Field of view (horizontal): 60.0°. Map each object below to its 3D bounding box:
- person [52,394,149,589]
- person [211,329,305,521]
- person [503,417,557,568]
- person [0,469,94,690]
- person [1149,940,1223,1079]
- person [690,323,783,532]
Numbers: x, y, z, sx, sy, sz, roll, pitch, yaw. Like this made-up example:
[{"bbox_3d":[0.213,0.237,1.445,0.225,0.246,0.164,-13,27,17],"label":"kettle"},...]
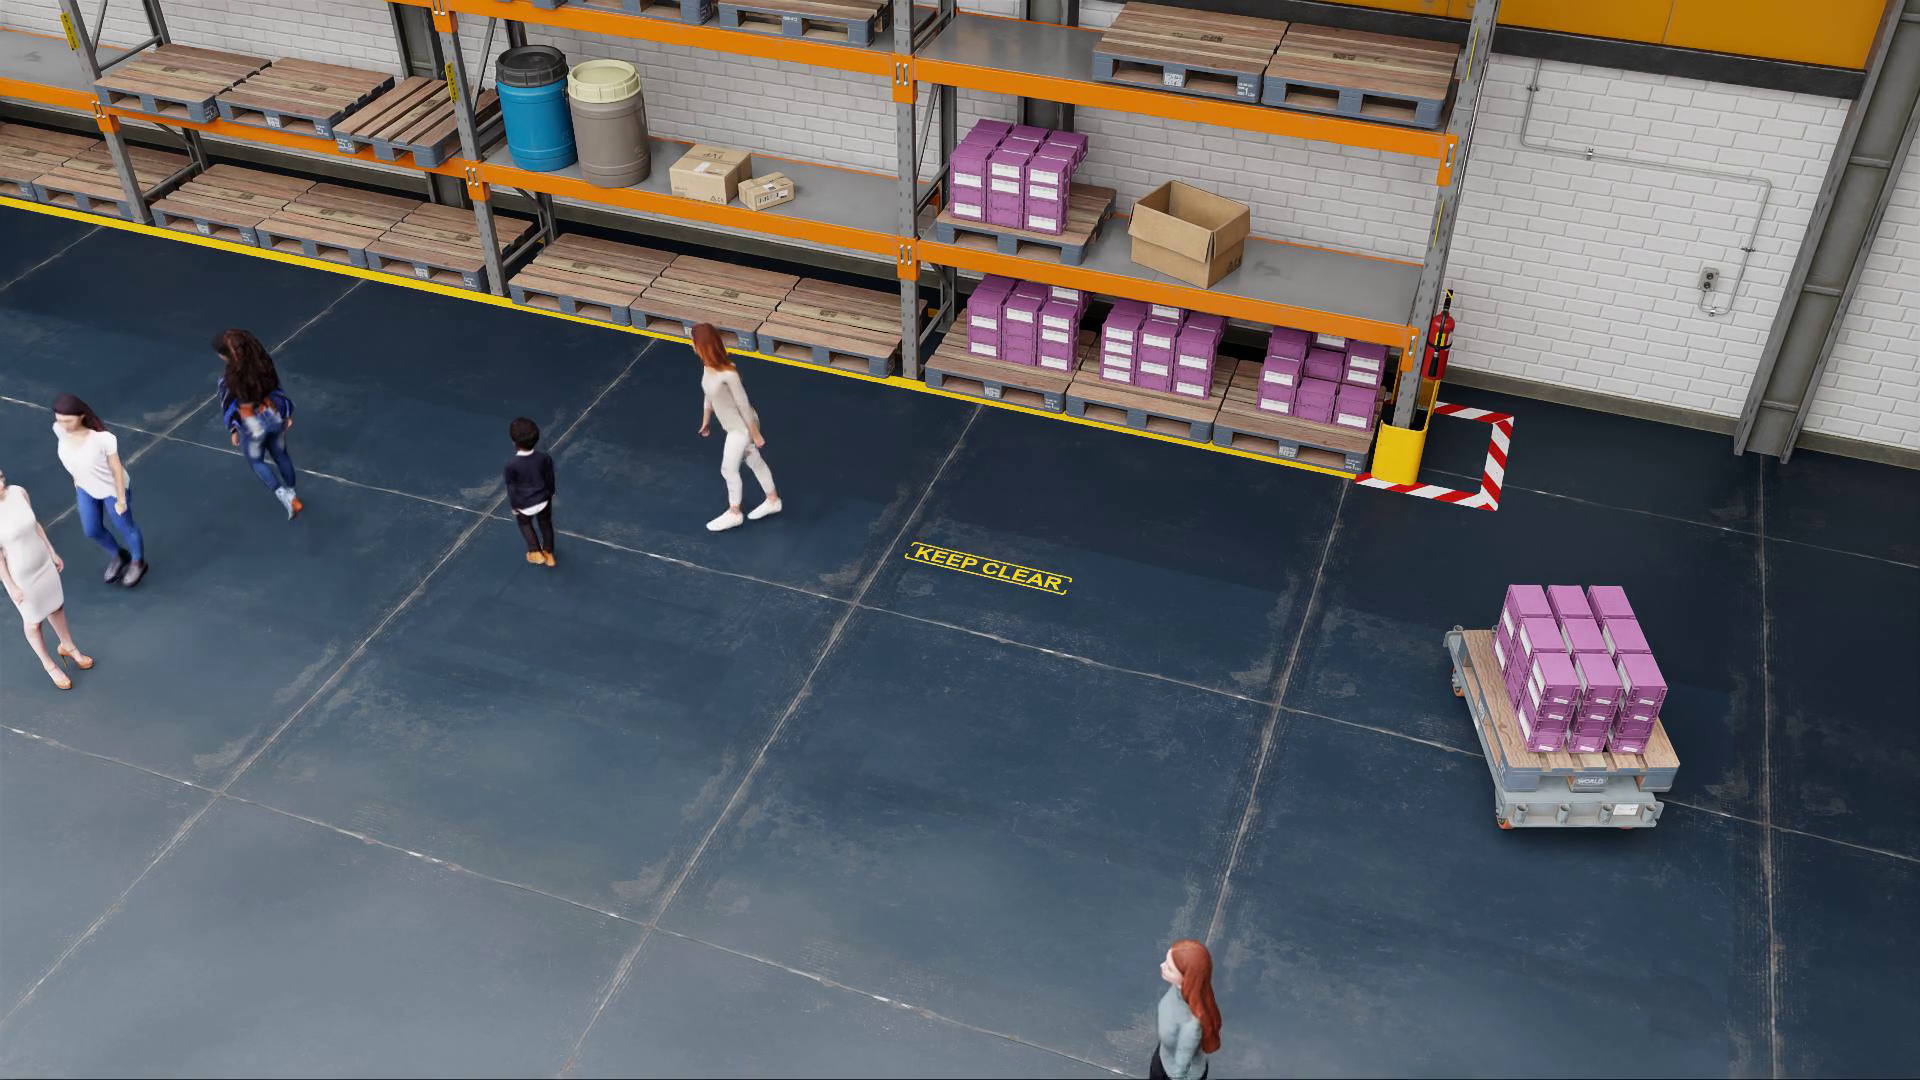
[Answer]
[{"bbox_3d":[-5.808,-0.382,11.403,0.577,1.654,0.767,12,40,14],"label":"person"},{"bbox_3d":[-4.997,-0.790,11.943,0.798,1.618,0.863,-32,48,-33],"label":"person"},{"bbox_3d":[-2.976,-0.294,11.642,0.586,1.219,0.627,-22,43,-25],"label":"person"},{"bbox_3d":[-5.919,0.195,10.568,0.486,1.795,0.587,11,40,13],"label":"person"},{"bbox_3d":[1.099,2.484,7.754,1.024,1.730,0.743,4,39,5],"label":"person"},{"bbox_3d":[-1.515,-0.822,11.949,0.954,1.660,0.898,-23,44,-26],"label":"person"}]
